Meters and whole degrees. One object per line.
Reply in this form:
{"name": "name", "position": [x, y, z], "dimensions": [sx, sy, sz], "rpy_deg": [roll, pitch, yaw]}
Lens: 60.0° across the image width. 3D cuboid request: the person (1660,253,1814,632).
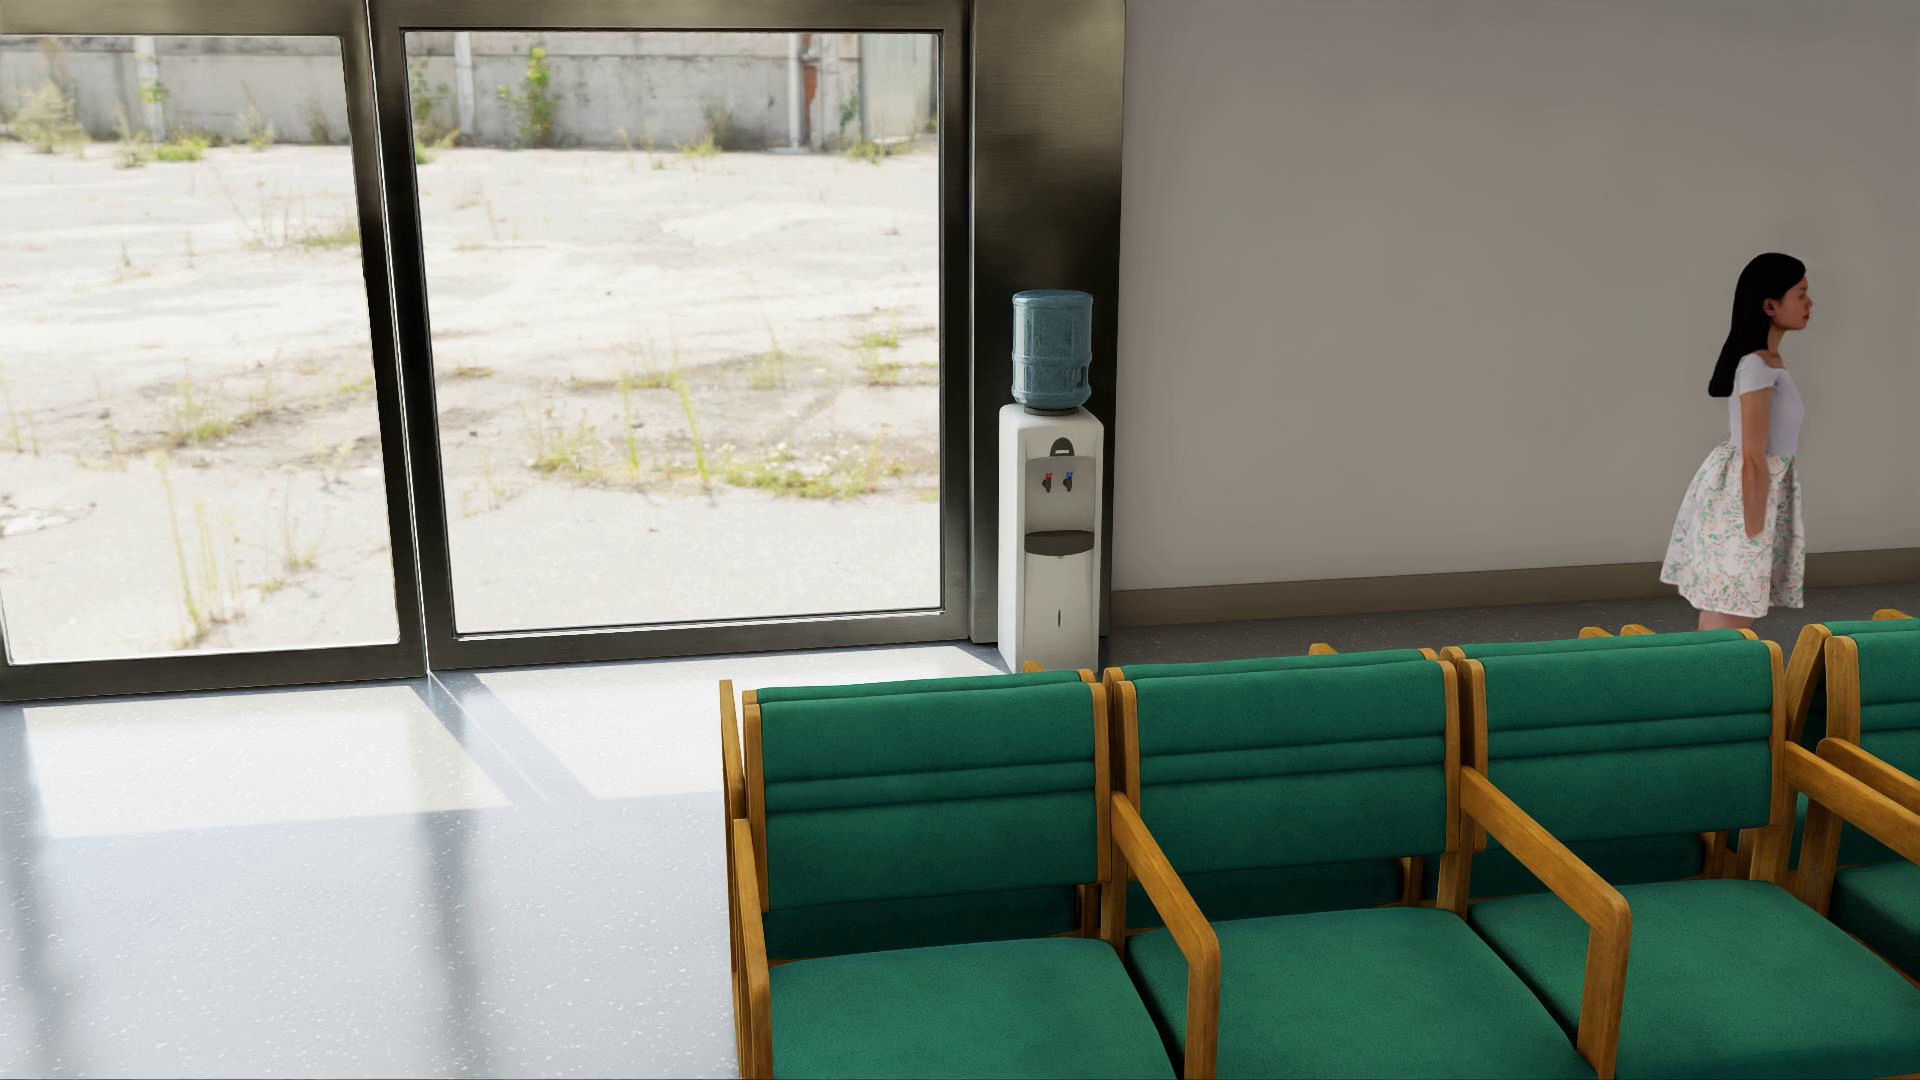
{"name": "person", "position": [2.490, -0.020, 5.306], "dimensions": [0.828, 1.775, 0.740], "rpy_deg": [6, 17, 20]}
